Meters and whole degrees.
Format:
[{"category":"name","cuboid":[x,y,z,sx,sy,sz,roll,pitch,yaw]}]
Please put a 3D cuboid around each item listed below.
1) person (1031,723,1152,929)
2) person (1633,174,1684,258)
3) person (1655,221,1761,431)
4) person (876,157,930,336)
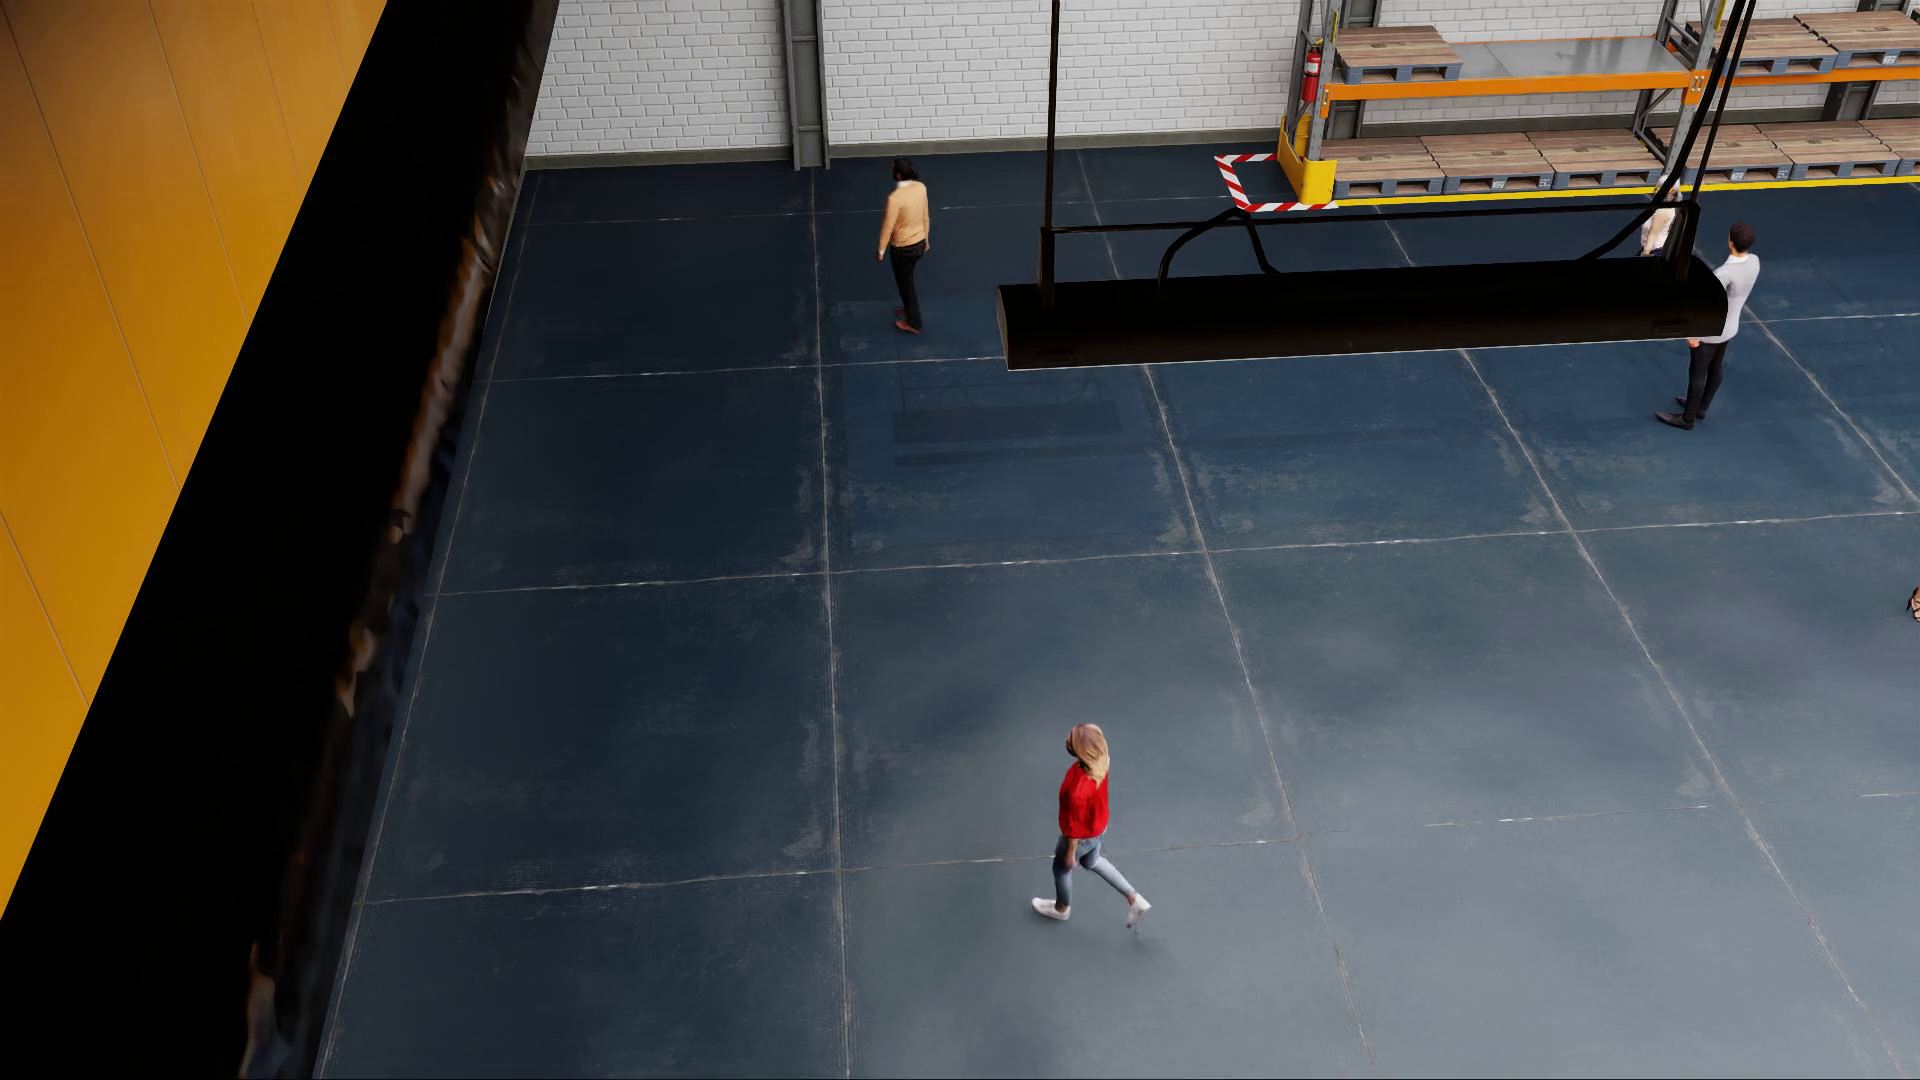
[{"category":"person","cuboid":[0.796,1.738,9.793,1.077,1.688,0.907,15,41,18]},{"category":"person","cuboid":[6.400,-2.535,15.152,0.886,1.675,0.823,20,43,24]},{"category":"person","cuboid":[6.394,-1.800,14.036,0.788,1.920,0.897,-27,46,-29]},{"category":"person","cuboid":[-0.433,-2.667,15.268,0.839,1.738,0.793,22,43,25]}]
